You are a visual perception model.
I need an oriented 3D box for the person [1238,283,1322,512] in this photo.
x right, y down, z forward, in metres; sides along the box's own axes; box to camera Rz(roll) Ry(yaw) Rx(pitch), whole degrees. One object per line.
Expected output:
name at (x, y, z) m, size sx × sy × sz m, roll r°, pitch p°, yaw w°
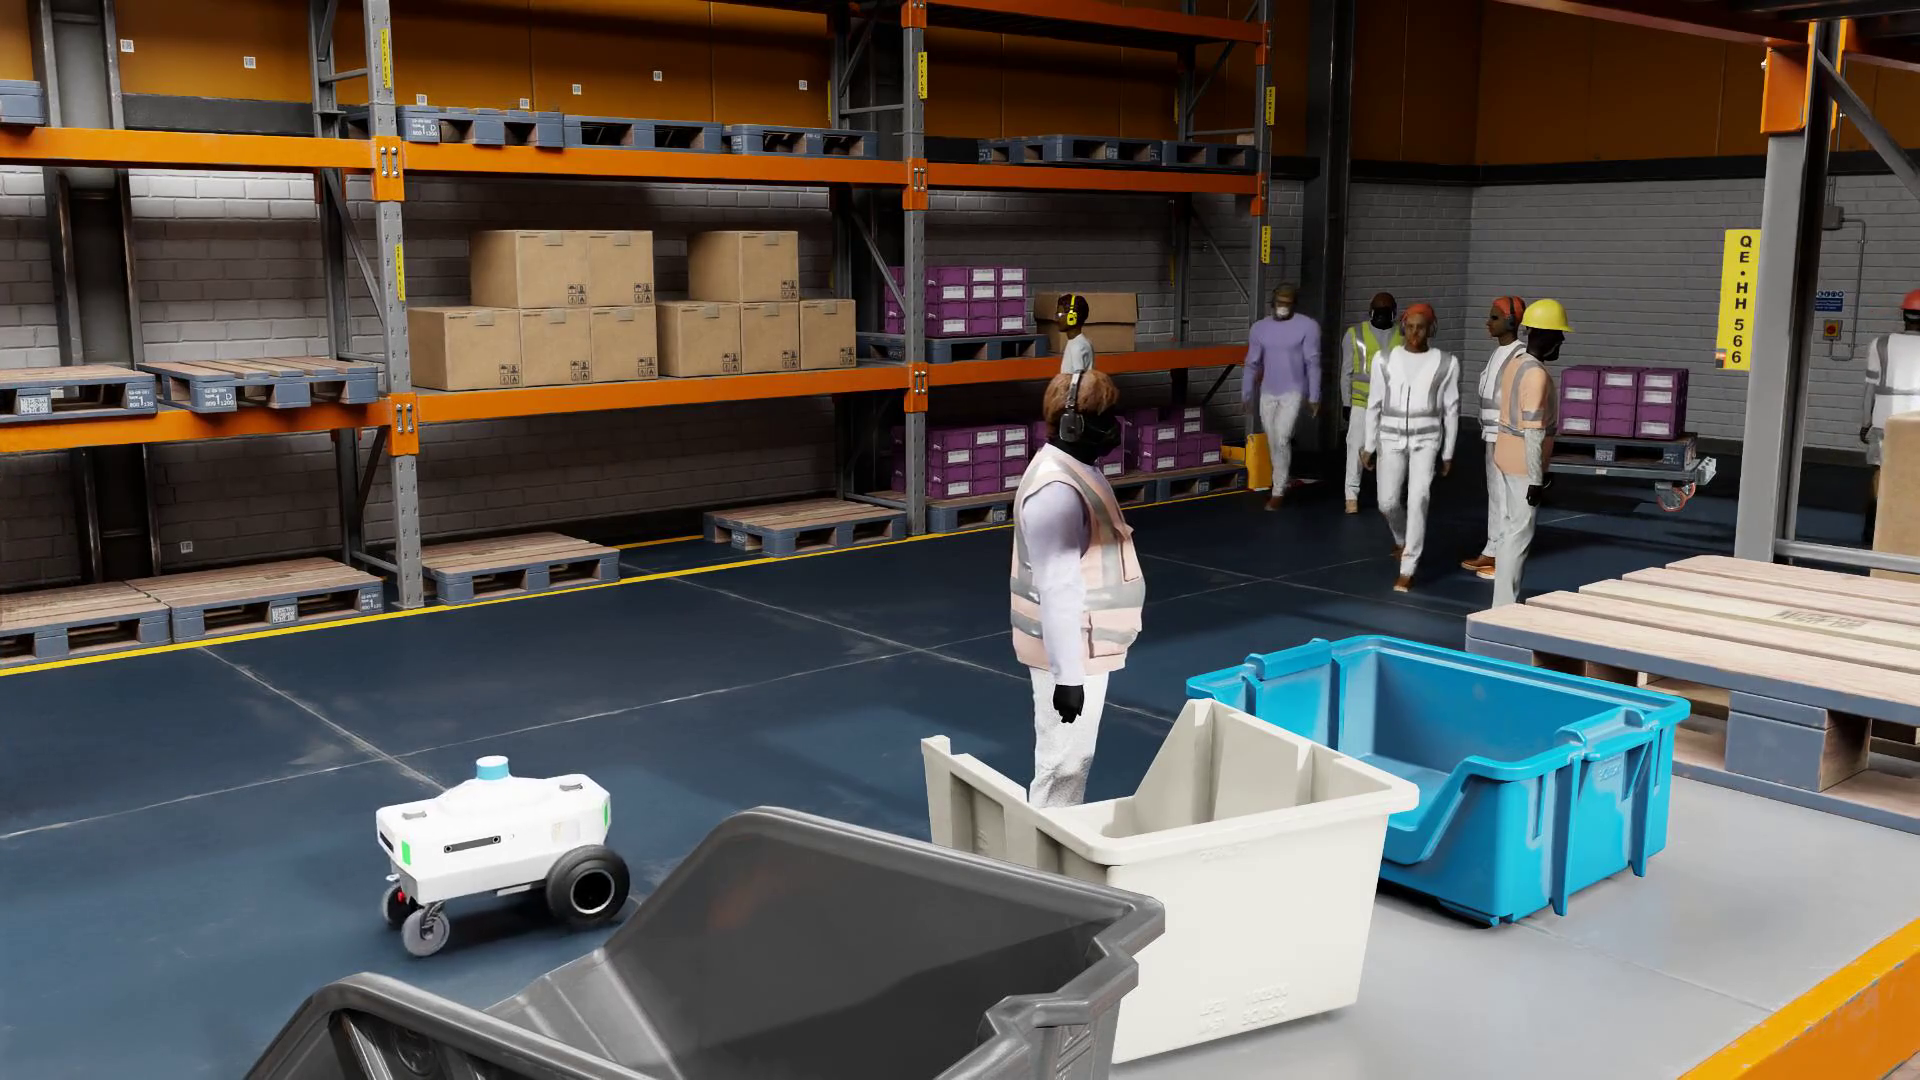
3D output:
person at (2.629, -1.178, 13.859) m, size 0.678 × 1.902 × 0.720 m, roll 8°, pitch 13°, yaw 39°

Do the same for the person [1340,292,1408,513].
person at (3.464, -1.129, 13.794) m, size 0.622 × 1.837 × 0.430 m, roll 0°, pitch 10°, yaw 0°

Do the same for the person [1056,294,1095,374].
person at (0.829, -0.847, 12.113) m, size 0.335 × 1.873 × 0.519 m, roll 2°, pitch 10°, yaw 8°

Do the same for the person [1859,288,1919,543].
person at (6.843, -0.867, 12.080) m, size 0.556 × 1.919 × 0.577 m, roll 7°, pitch 12°, yaw 35°

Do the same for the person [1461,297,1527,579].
person at (3.633, -0.681, 11.144) m, size 0.353 × 1.883 × 0.573 m, roll 0°, pitch 10°, yaw 0°

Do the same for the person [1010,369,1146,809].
person at (0.379, 0.371, 5.370) m, size 0.429 × 1.842 × 0.636 m, roll 1°, pitch 10°, yaw 8°

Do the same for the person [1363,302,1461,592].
person at (2.961, -0.625, 10.888) m, size 0.586 × 1.866 × 0.715 m, roll 5°, pitch 11°, yaw 26°

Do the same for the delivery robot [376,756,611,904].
delivery robot at (-1.524, 0.953, 5.453) m, size 0.707 × 0.478 × 0.477 m, roll -6°, pitch 12°, yaw -32°

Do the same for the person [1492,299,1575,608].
person at (3.327, -0.438, 9.702) m, size 0.394 × 1.919 × 0.582 m, roll 1°, pitch 10°, yaw 8°
